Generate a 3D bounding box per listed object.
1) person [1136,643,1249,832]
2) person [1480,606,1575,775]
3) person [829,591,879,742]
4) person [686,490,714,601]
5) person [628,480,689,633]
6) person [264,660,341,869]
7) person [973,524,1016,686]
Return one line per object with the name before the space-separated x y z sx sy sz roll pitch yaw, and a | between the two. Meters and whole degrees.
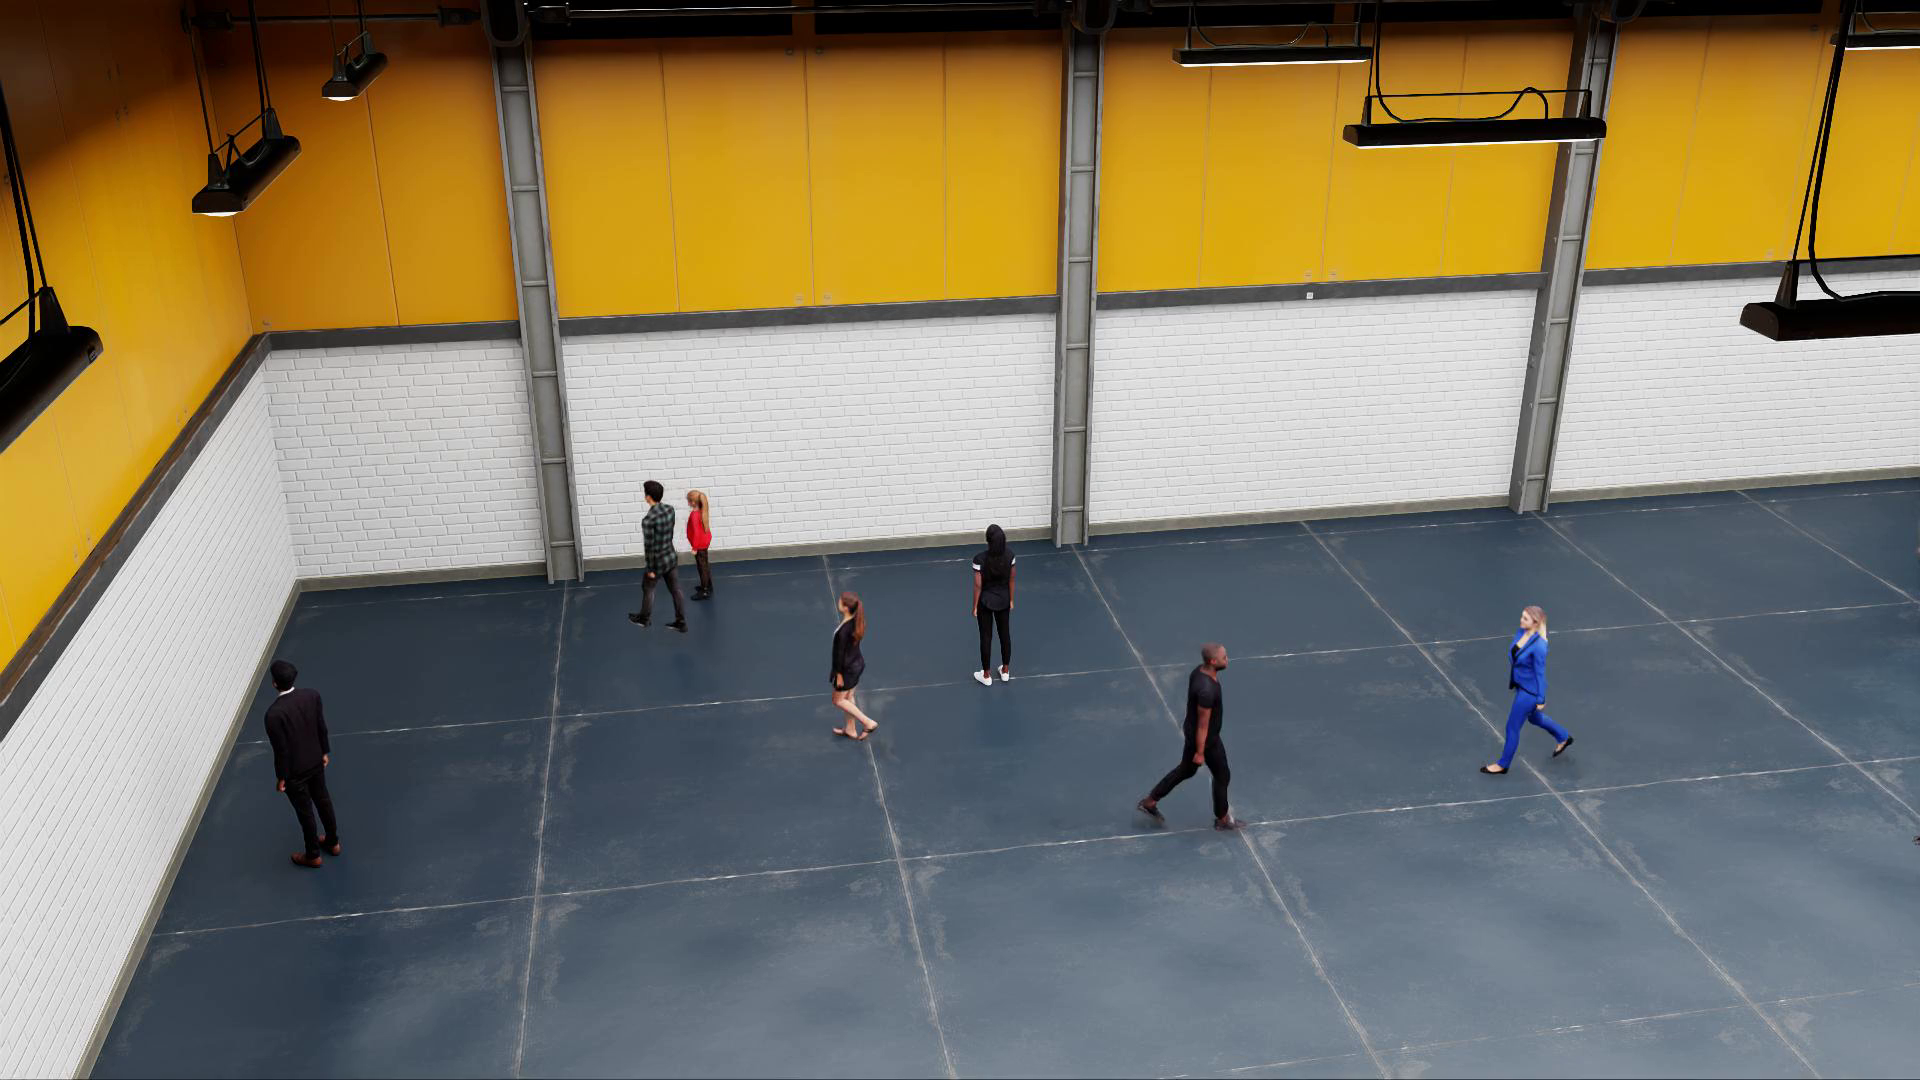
person | 1.967 1.704 14.188 1.251 1.777 0.837 1 24 1
person | 5.247 1.370 15.097 1.151 1.661 0.644 -3 24 -7
person | -0.982 1.210 15.609 0.842 1.544 0.748 10 25 21
person | -2.911 0.041 18.613 0.542 1.280 0.541 2 24 4
person | -3.056 0.198 17.316 1.050 1.695 1.004 14 27 29
person | -5.441 1.838 13.750 0.796 1.883 0.768 13 27 27
person | 0.340 0.633 16.700 0.593 1.729 0.722 -10 25 -21
